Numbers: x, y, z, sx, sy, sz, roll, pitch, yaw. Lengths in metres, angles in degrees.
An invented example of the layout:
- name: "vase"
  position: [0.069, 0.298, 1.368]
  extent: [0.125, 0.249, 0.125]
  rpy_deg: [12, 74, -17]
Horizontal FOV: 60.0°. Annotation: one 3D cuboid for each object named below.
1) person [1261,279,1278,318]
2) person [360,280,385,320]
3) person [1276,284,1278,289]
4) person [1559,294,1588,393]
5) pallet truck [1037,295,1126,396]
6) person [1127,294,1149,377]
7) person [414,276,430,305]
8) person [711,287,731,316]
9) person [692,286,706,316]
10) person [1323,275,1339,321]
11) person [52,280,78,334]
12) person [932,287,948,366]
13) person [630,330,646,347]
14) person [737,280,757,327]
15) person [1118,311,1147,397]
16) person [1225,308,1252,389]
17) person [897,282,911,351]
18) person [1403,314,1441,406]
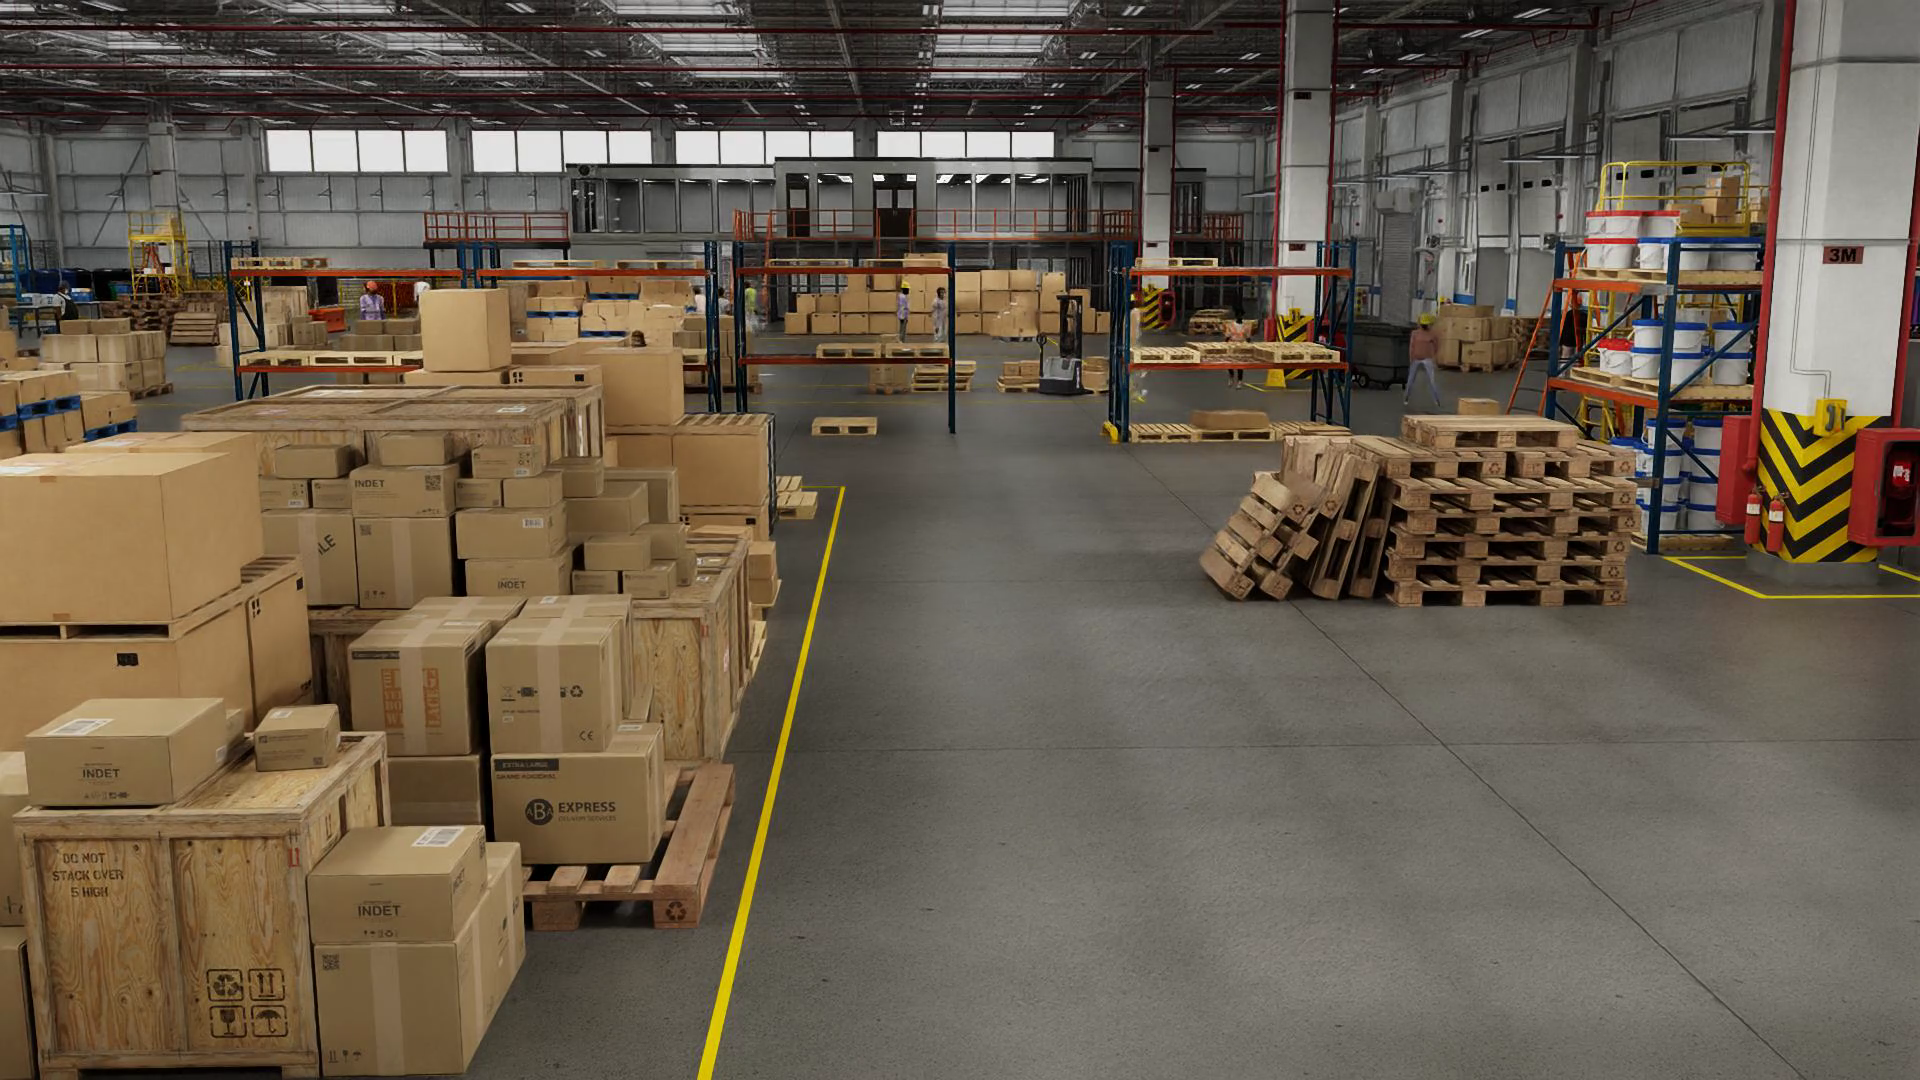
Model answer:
- name: "person"
  position: [9.250, -6.800, 49.517]
  extent: [0.735, 1.918, 0.632]
  rpy_deg: [-10, 14, -44]
- name: "person"
  position: [-14.940, -5.577, 42.373]
  extent: [0.609, 2.048, 0.367]
  rpy_deg: [-9, 13, -40]
- name: "person"
  position: [11.519, -8.555, 59.482]
  extent: [0.539, 1.882, 1.014]
  rpy_deg: [-2, 10, -11]
- name: "person"
  position: [12.322, -3.938, 33.427]
  extent: [0.608, 1.987, 0.401]
  rpy_deg: [1, 10, 5]
- name: "pallet truck"
  position: [2.483, -3.881, 33.060]
  extent: [1.885, 1.965, 0.823]
  rpy_deg: [-7, 13, -36]
- name: "person"
  position: [3.846, -4.545, 37.095]
  extent: [0.914, 1.877, 0.602]
  rpy_deg: [-7, 12, -33]
- name: "person"
  position: [-19.486, -8.732, 60.530]
  extent: [0.607, 1.829, 0.985]
  rpy_deg: [2, 10, 10]
- name: "person"
  position: [-6.238, -5.670, 43.404]
  extent: [0.535, 1.853, 0.546]
  rpy_deg: [-1, 10, -3]
- name: "person"
  position: [-7.228, -6.078, 45.782]
  extent: [0.621, 1.826, 0.431]
  rpy_deg: [-7, 12, -35]
- name: "person"
  position: [12.879, -8.281, 57.749]
  extent: [0.636, 1.946, 1.013]
  rpy_deg: [-8, 13, -38]
- name: "person"
  position: [-23.305, -5.760, 43.410]
  extent: [0.538, 2.000, 0.683]
  rpy_deg: [-1, 10, -4]
- name: "person"
  position: [-0.475, -5.234, 40.764]
  extent: [0.372, 1.940, 0.630]
  rpy_deg: [4, 11, 21]
- name: "person"
  position: [-4.437, -1.955, 22.809]
  extent: [0.522, 1.817, 0.727]
  rpy_deg: [3, 11, 14]
- name: "person"
  position: [-6.709, -7.187, 51.937]
  extent: [0.653, 1.826, 0.661]
  rpy_deg: [9, 14, 42]
- name: "person"
  position: [3.290, -3.573, 32.162]
  extent: [0.508, 1.689, 0.889]
  rpy_deg: [8, 13, 38]
- name: "person"
  position: [5.727, -3.936, 34.220]
  extent: [0.554, 1.684, 0.369]
  rpy_deg: [1, 10, 8]
- name: "person"
  position: [-1.554, -6.232, 46.353]
  extent: [0.385, 1.928, 0.589]
  rpy_deg: [1, 10, 8]
- name: "person"
  position: [8.650, -3.344, 30.887]
  extent: [0.725, 1.719, 0.498]
  rpy_deg: [5, 11, 24]
